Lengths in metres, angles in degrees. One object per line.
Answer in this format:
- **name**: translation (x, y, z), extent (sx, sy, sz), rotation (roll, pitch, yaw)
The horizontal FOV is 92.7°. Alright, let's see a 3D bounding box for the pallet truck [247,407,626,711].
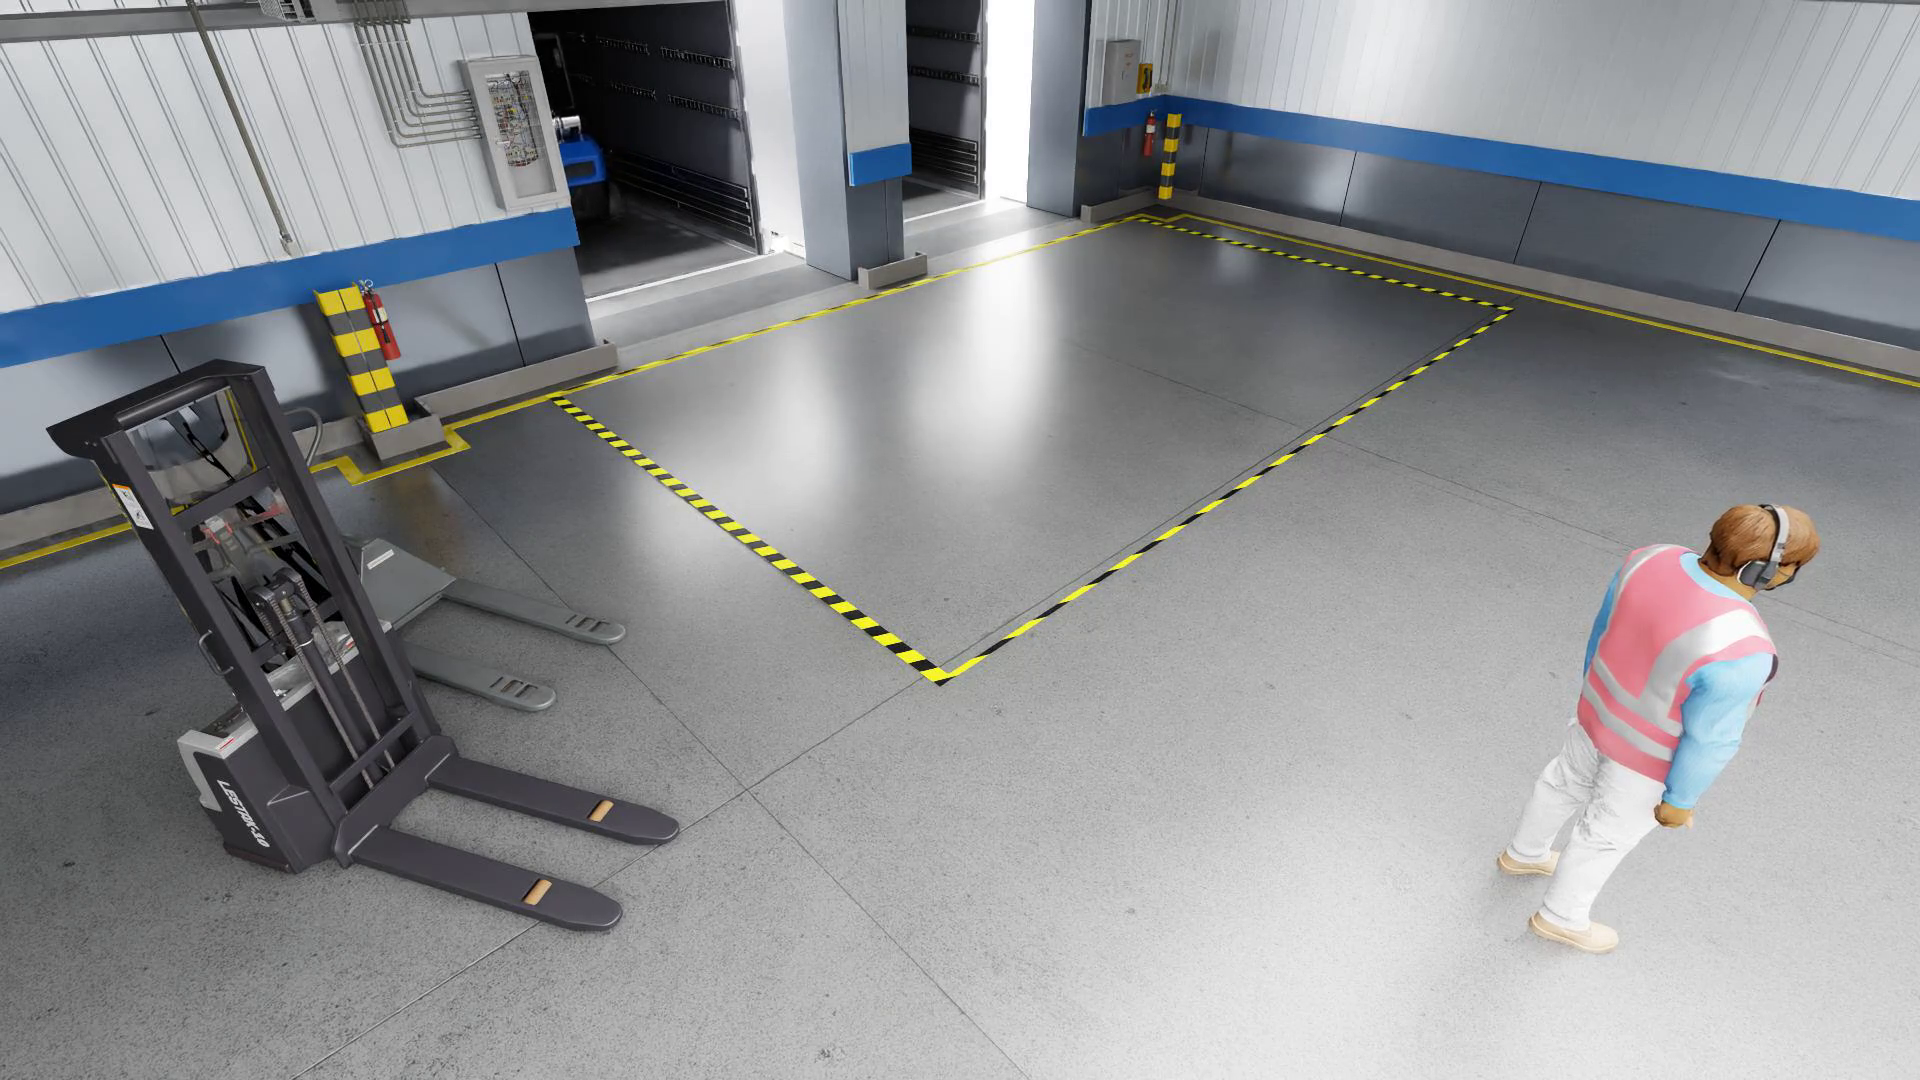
- **pallet truck**: translation (-2.628, 0.038, 4.590), extent (1.601, 1.201, 0.680), rotation (12, 36, 18)

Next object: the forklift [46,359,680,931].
- **forklift**: translation (-2.135, 0.422, 3.354), extent (1.885, 1.965, 0.823), rotation (10, 35, 14)

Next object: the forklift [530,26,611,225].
- **forklift**: translation (-5.402, -5.125, 11.191), extent (1.157, 2.036, 2.680), rotation (-26, 42, -33)

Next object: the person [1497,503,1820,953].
- **person**: translation (2.334, 0.667, 3.130), extent (0.429, 1.841, 0.635), rotation (3, 34, 4)
